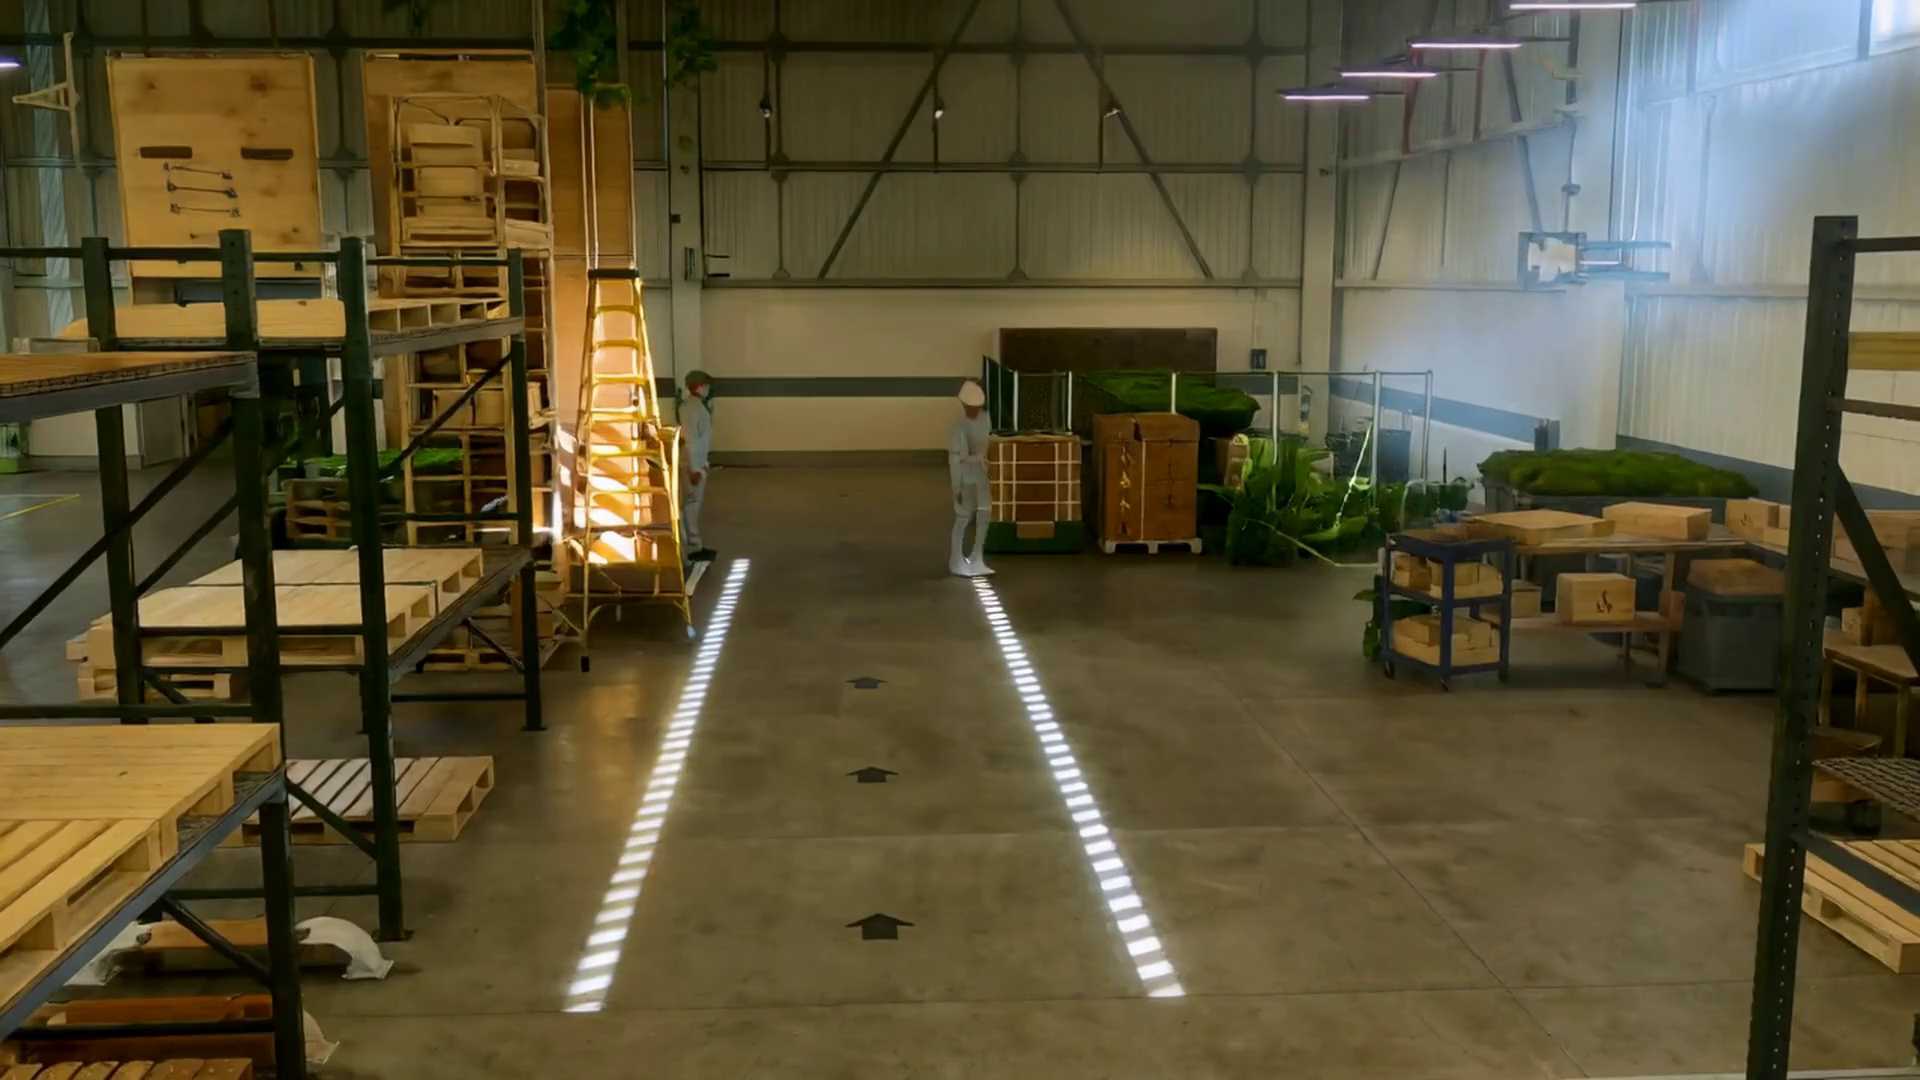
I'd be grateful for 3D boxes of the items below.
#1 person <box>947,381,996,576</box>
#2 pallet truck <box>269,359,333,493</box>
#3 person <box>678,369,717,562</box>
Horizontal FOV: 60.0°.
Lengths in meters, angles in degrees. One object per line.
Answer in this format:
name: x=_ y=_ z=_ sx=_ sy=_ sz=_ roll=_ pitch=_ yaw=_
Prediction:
person: x=0.075 y=-0.573 z=15.826 sx=0.570 sy=1.889 sz=0.554 roll=9 pitch=13 yaw=44
pallet truck: x=-7.062 y=-1.131 z=18.996 sx=1.885 sy=1.965 sz=0.823 roll=2 pitch=9 yaw=13
person: x=-2.660 y=-0.755 z=16.818 sx=0.370 sy=1.939 sz=0.631 roll=-1 pitch=9 yaw=-4
